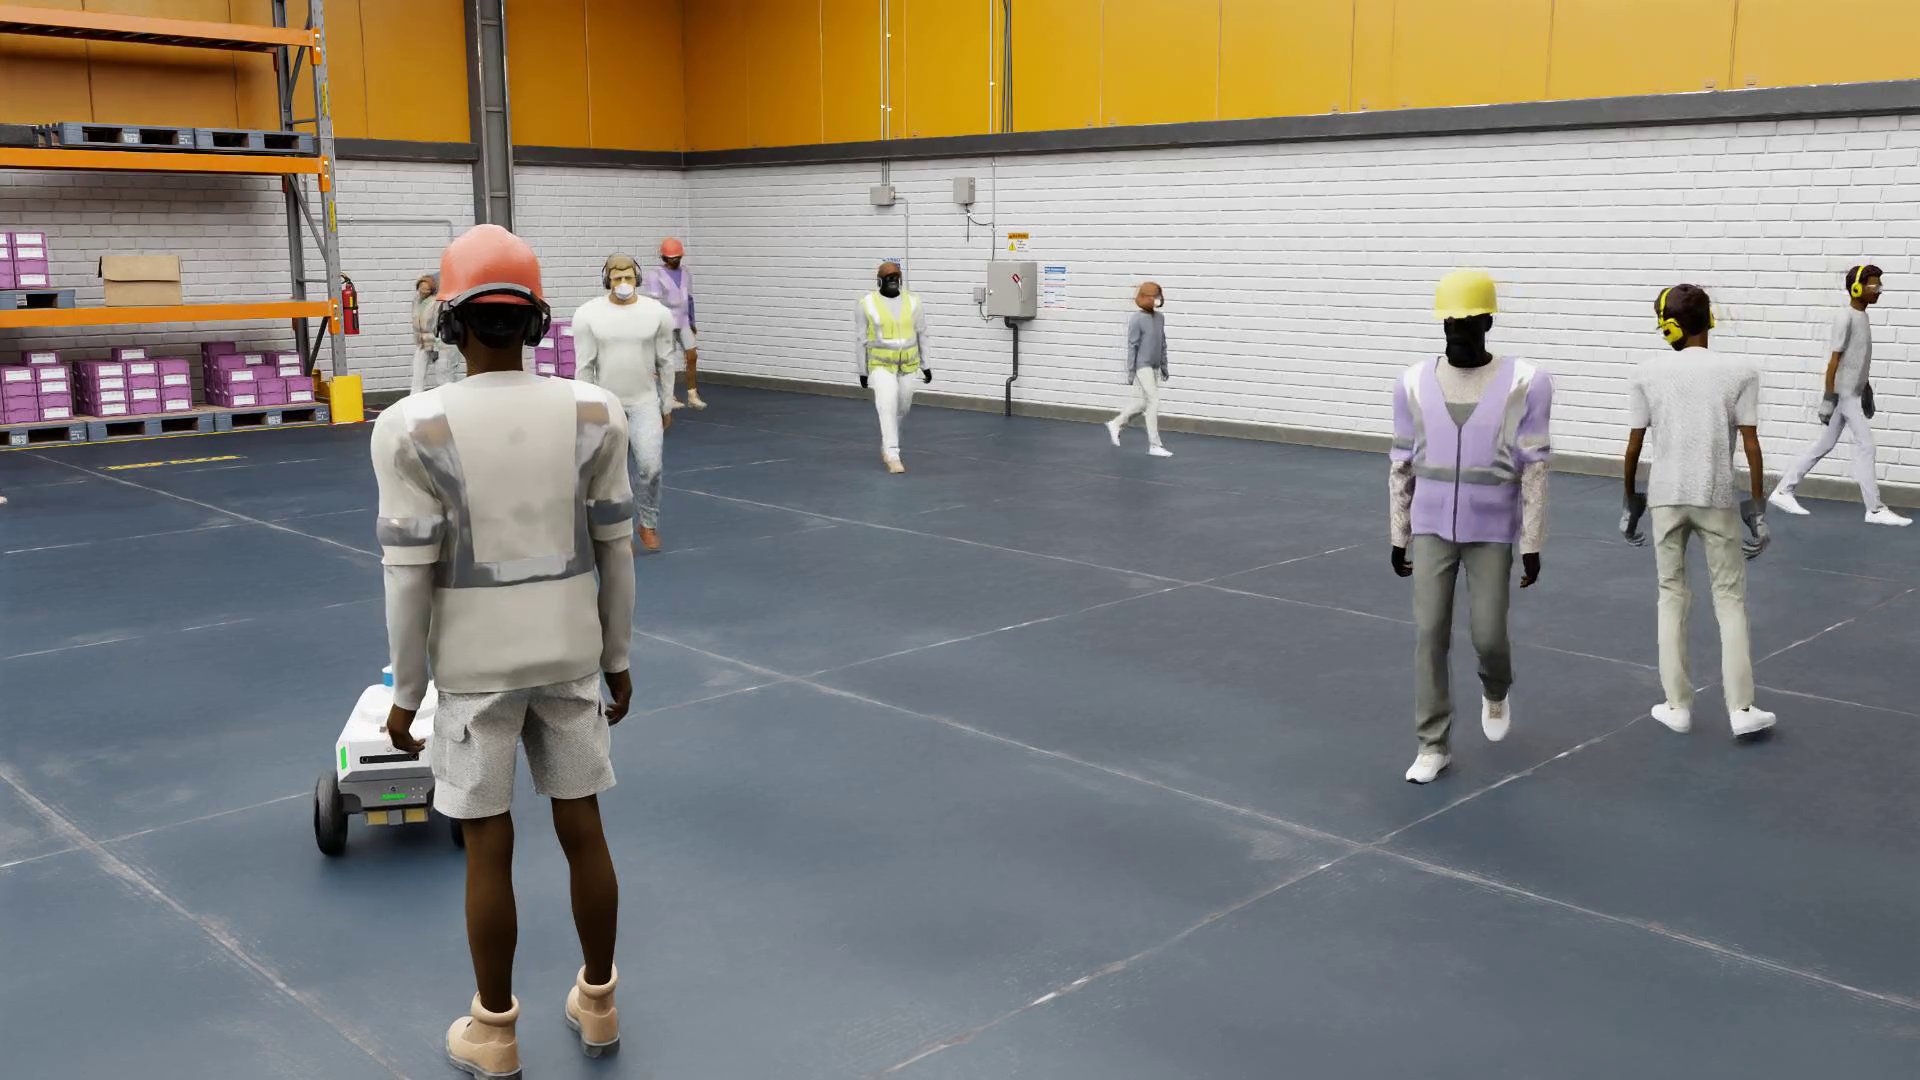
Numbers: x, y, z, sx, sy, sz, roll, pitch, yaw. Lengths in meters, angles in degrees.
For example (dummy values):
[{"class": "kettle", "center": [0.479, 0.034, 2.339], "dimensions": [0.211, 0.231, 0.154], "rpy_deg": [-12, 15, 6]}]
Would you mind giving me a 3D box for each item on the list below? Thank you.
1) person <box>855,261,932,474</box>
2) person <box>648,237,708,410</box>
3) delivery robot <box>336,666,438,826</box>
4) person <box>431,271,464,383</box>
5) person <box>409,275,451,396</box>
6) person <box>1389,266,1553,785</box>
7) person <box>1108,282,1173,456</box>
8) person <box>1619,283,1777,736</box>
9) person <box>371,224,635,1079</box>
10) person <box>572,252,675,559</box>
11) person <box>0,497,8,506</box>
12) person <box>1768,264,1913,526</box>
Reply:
[{"class": "person", "center": [-0.598, -1.520, 14.489], "dimensions": [0.630, 1.813, 0.906], "rpy_deg": [-4, 11, -21]}, {"class": "person", "center": [-3.234, -2.472, 19.163], "dimensions": [0.766, 1.987, 0.700], "rpy_deg": [10, 14, 43]}, {"class": "delivery robot", "center": [-1.908, 0.670, 5.687], "dimensions": [0.477, 0.478, 0.707], "rpy_deg": [-2, 11, -12]}, {"class": "person", "center": [-5.732, -2.327, 18.715], "dimensions": [0.636, 1.883, 0.913], "rpy_deg": [5, 11, 24]}, {"class": "person", "center": [-5.826, -2.082, 18.124], "dimensions": [0.569, 1.580, 0.831], "rpy_deg": [5, 12, 26]}, {"class": "person", "center": [1.905, -0.064, 6.243], "dimensions": [0.590, 1.910, 0.617], "rpy_deg": [6, 12, 29]}, {"class": "person", "center": [1.682, -1.593, 15.417], "dimensions": [0.710, 1.603, 0.503], "rpy_deg": [8, 13, 37]}, {"class": "person", "center": [3.029, -0.125, 6.806], "dimensions": [0.635, 1.828, 0.445], "rpy_deg": [5, 12, 27]}, {"class": "person", "center": [-1.074, 0.285, 3.979], "dimensions": [0.605, 2.045, 0.379], "rpy_deg": [-7, 12, -32]}, {"class": "person", "center": [-2.082, -0.826, 10.377], "dimensions": [0.618, 1.917, 0.441], "rpy_deg": [-2, 11, -12]}, {"class": "person", "center": [-7.357, -1.046, 12.226], "dimensions": [0.541, 1.676, 0.468], "rpy_deg": [3, 11, 16]}, {"class": "person", "center": [6.301, -1.043, 11.847], "dimensions": [0.959, 1.826, 0.536], "rpy_deg": [9, 13, 39]}]
